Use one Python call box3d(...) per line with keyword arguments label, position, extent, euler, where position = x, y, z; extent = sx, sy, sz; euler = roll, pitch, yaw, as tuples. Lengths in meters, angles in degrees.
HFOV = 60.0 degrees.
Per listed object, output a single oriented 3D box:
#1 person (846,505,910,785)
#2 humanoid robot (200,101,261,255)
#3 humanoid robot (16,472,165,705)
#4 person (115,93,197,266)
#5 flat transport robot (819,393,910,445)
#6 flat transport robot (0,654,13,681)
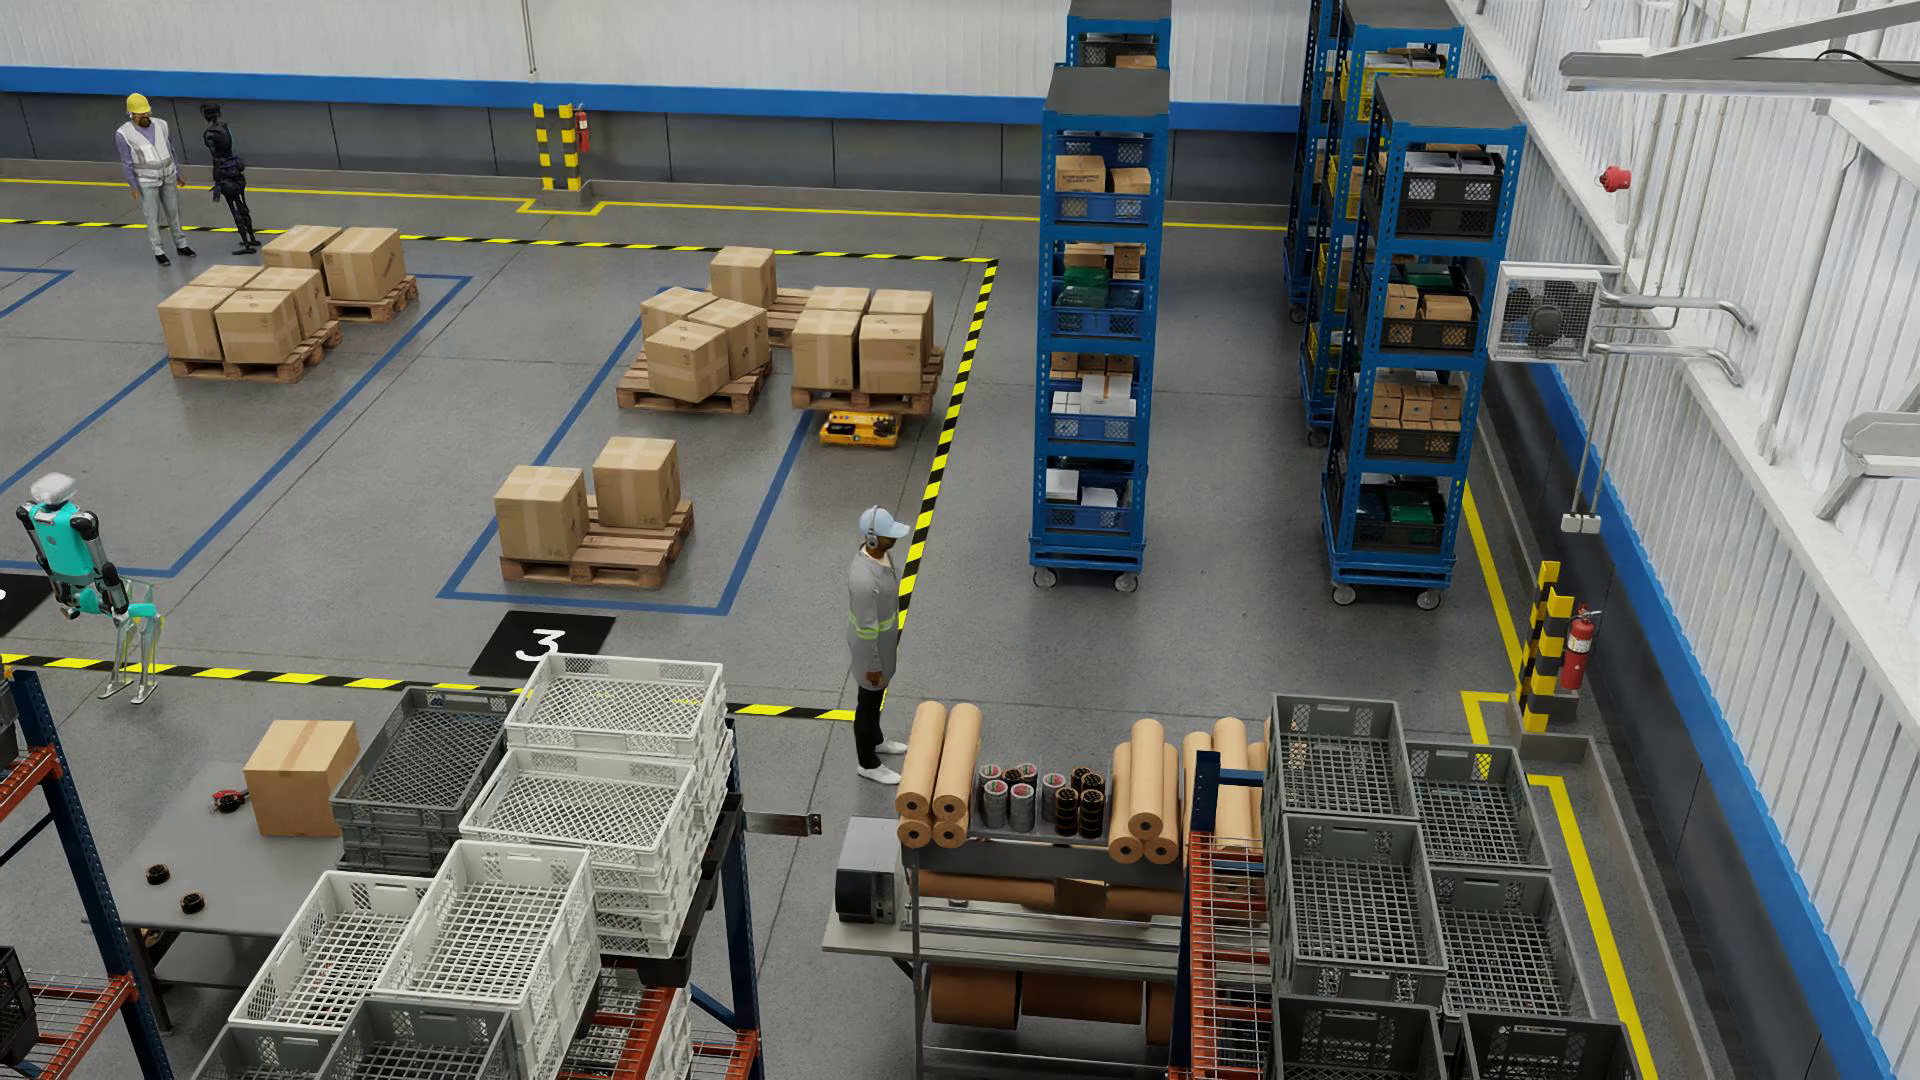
box3d(label="person", position=(-0.493, 0.622, 10.050), extent=(0.413, 1.862, 0.589), euler=(4, 30, 7))
box3d(label="humanoid robot", position=(-7.926, -3.925, 18.002), extent=(0.315, 1.655, 0.599), euler=(-1, 30, -2))
box3d(label="humanoid robot", position=(-5.443, 0.255, 10.647), extent=(0.533, 1.672, 0.735), euler=(8, 31, 14))
box3d(label="person", position=(-8.576, -3.857, 17.742), extent=(0.404, 1.830, 0.599), euler=(21, 36, 31))
box3d(label="flat transport robot", position=(-0.802, -1.261, 14.812), extent=(0.652, 0.197, 1.431), euler=(3, 30, 6))
box3d(label="flat transport robot", position=(-7.142, 0.969, 11.010), extent=(1.431, 0.231, 0.659), euler=(3, 30, 6))
